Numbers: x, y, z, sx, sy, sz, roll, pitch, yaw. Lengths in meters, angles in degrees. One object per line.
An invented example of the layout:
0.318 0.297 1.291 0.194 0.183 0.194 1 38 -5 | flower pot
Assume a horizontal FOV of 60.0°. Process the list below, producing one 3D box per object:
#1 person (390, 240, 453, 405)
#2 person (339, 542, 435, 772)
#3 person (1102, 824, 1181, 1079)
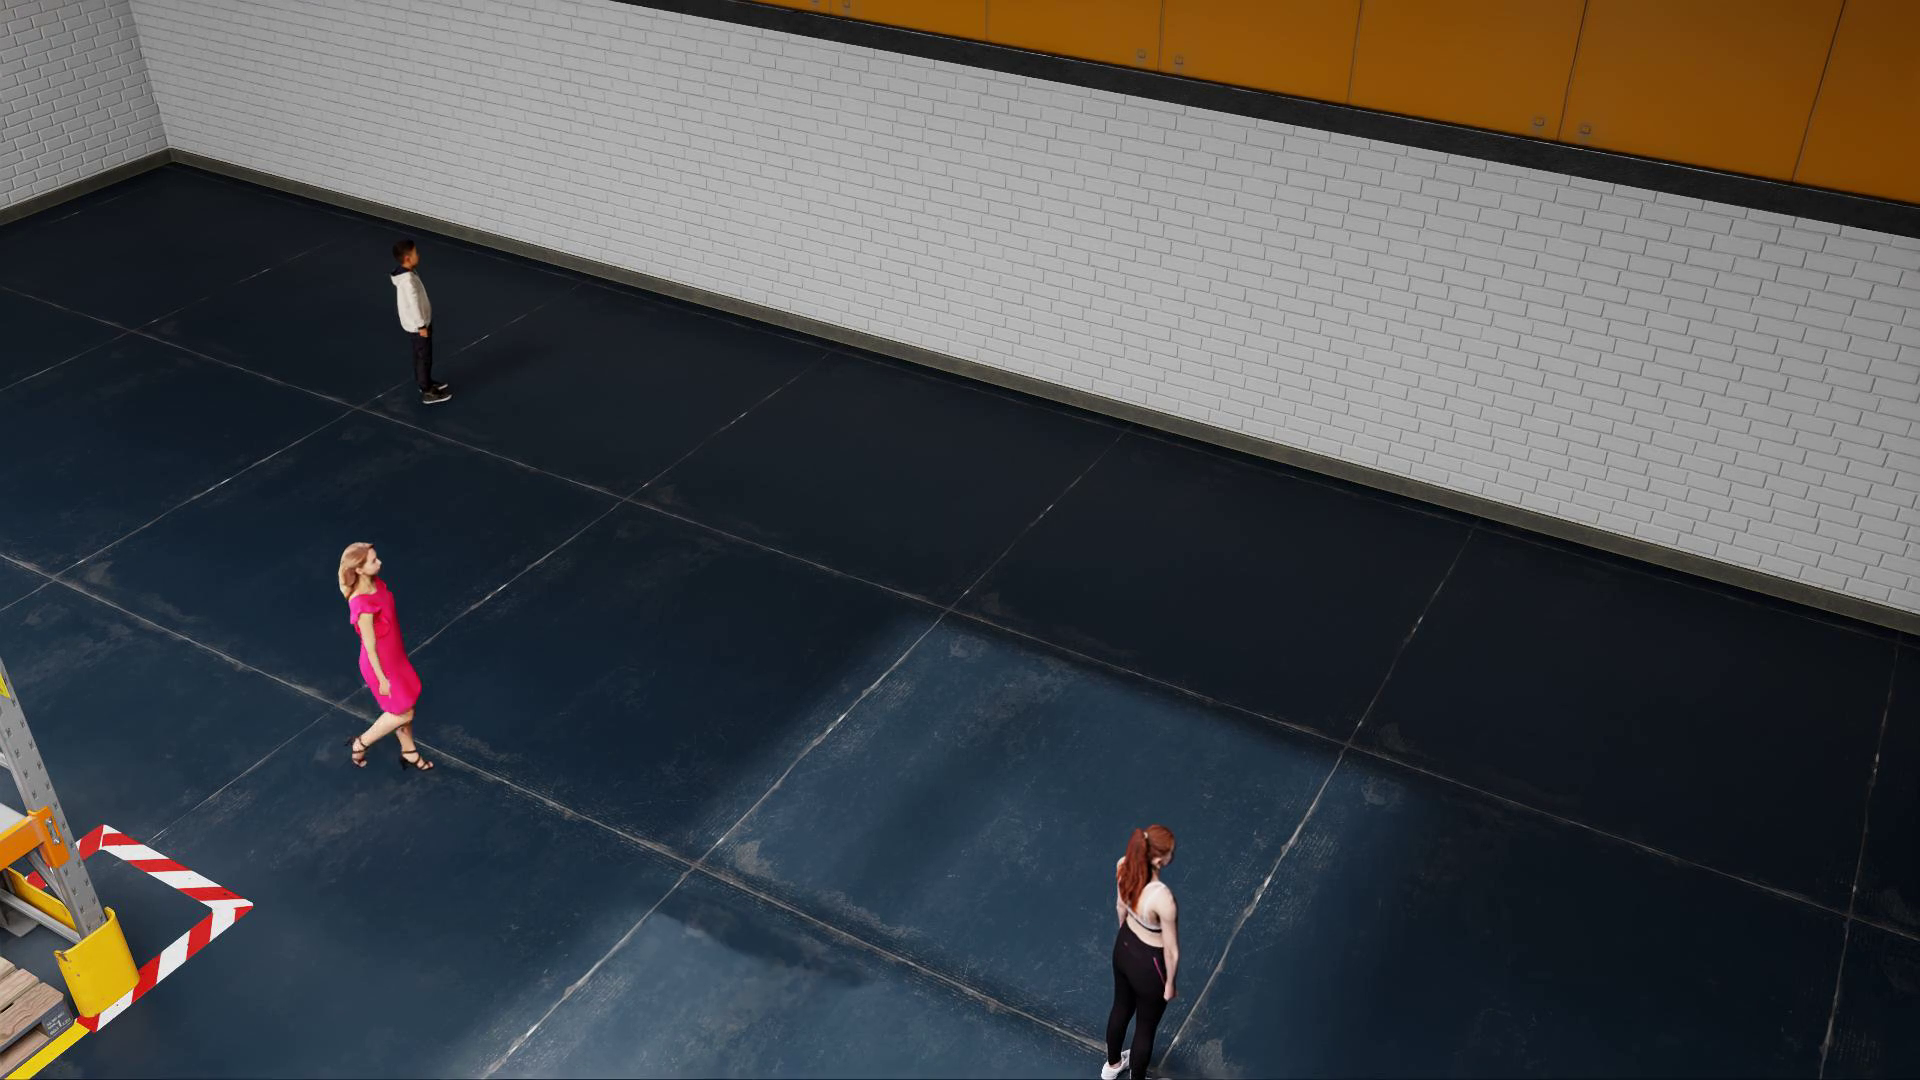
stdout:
-4.715 -1.891 14.350 0.730 1.448 0.682 -10 35 -15 | person
-3.590 0.760 10.118 0.878 1.717 0.837 -5 34 -7 | person
0.888 2.064 8.134 0.673 1.741 0.661 -17 37 -24 | person
